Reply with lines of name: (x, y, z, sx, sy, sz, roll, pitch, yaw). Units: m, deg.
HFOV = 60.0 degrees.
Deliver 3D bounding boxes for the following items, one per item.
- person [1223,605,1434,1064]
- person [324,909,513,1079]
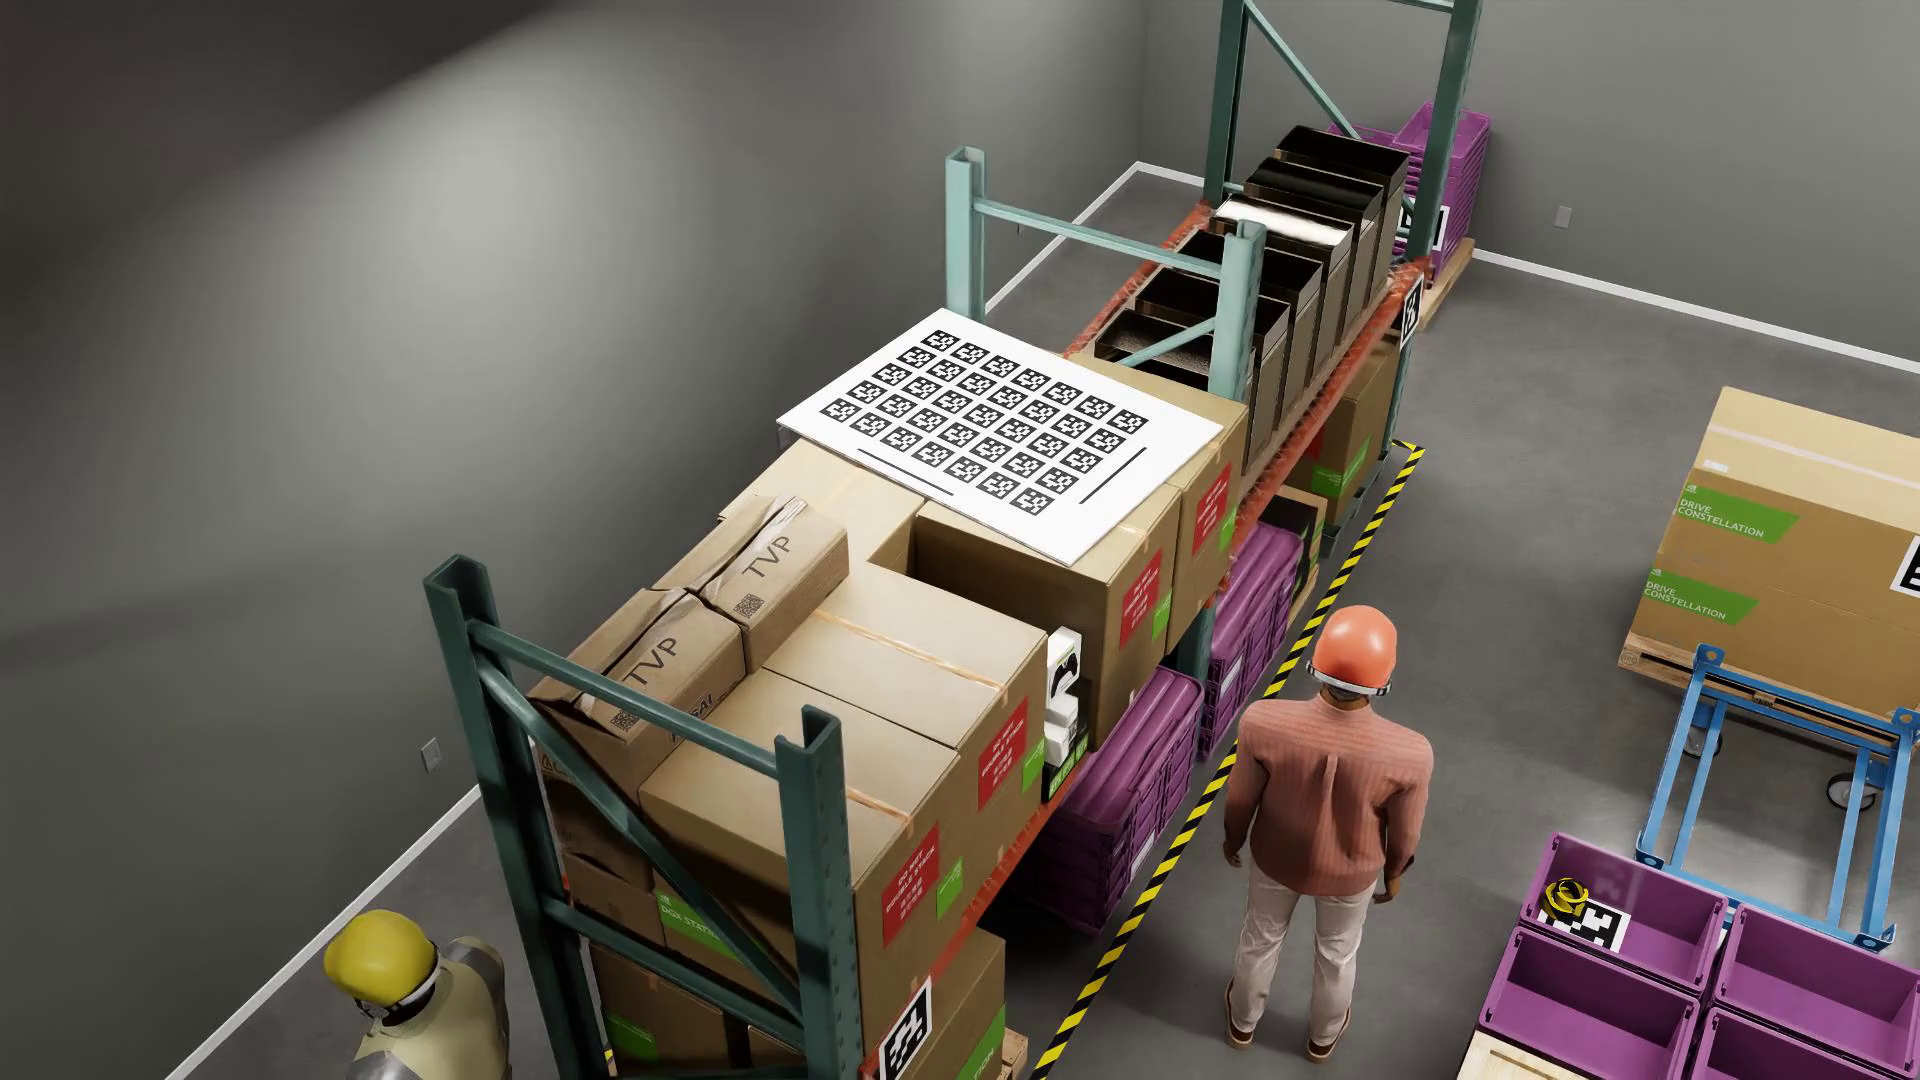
person: (1.148, 0.991, 5.372, 0.609, 1.995, 0.378, 10, 41, 12)
person: (-1.459, 1.645, 4.715, 0.404, 1.836, 0.590, 11, 41, 13)
